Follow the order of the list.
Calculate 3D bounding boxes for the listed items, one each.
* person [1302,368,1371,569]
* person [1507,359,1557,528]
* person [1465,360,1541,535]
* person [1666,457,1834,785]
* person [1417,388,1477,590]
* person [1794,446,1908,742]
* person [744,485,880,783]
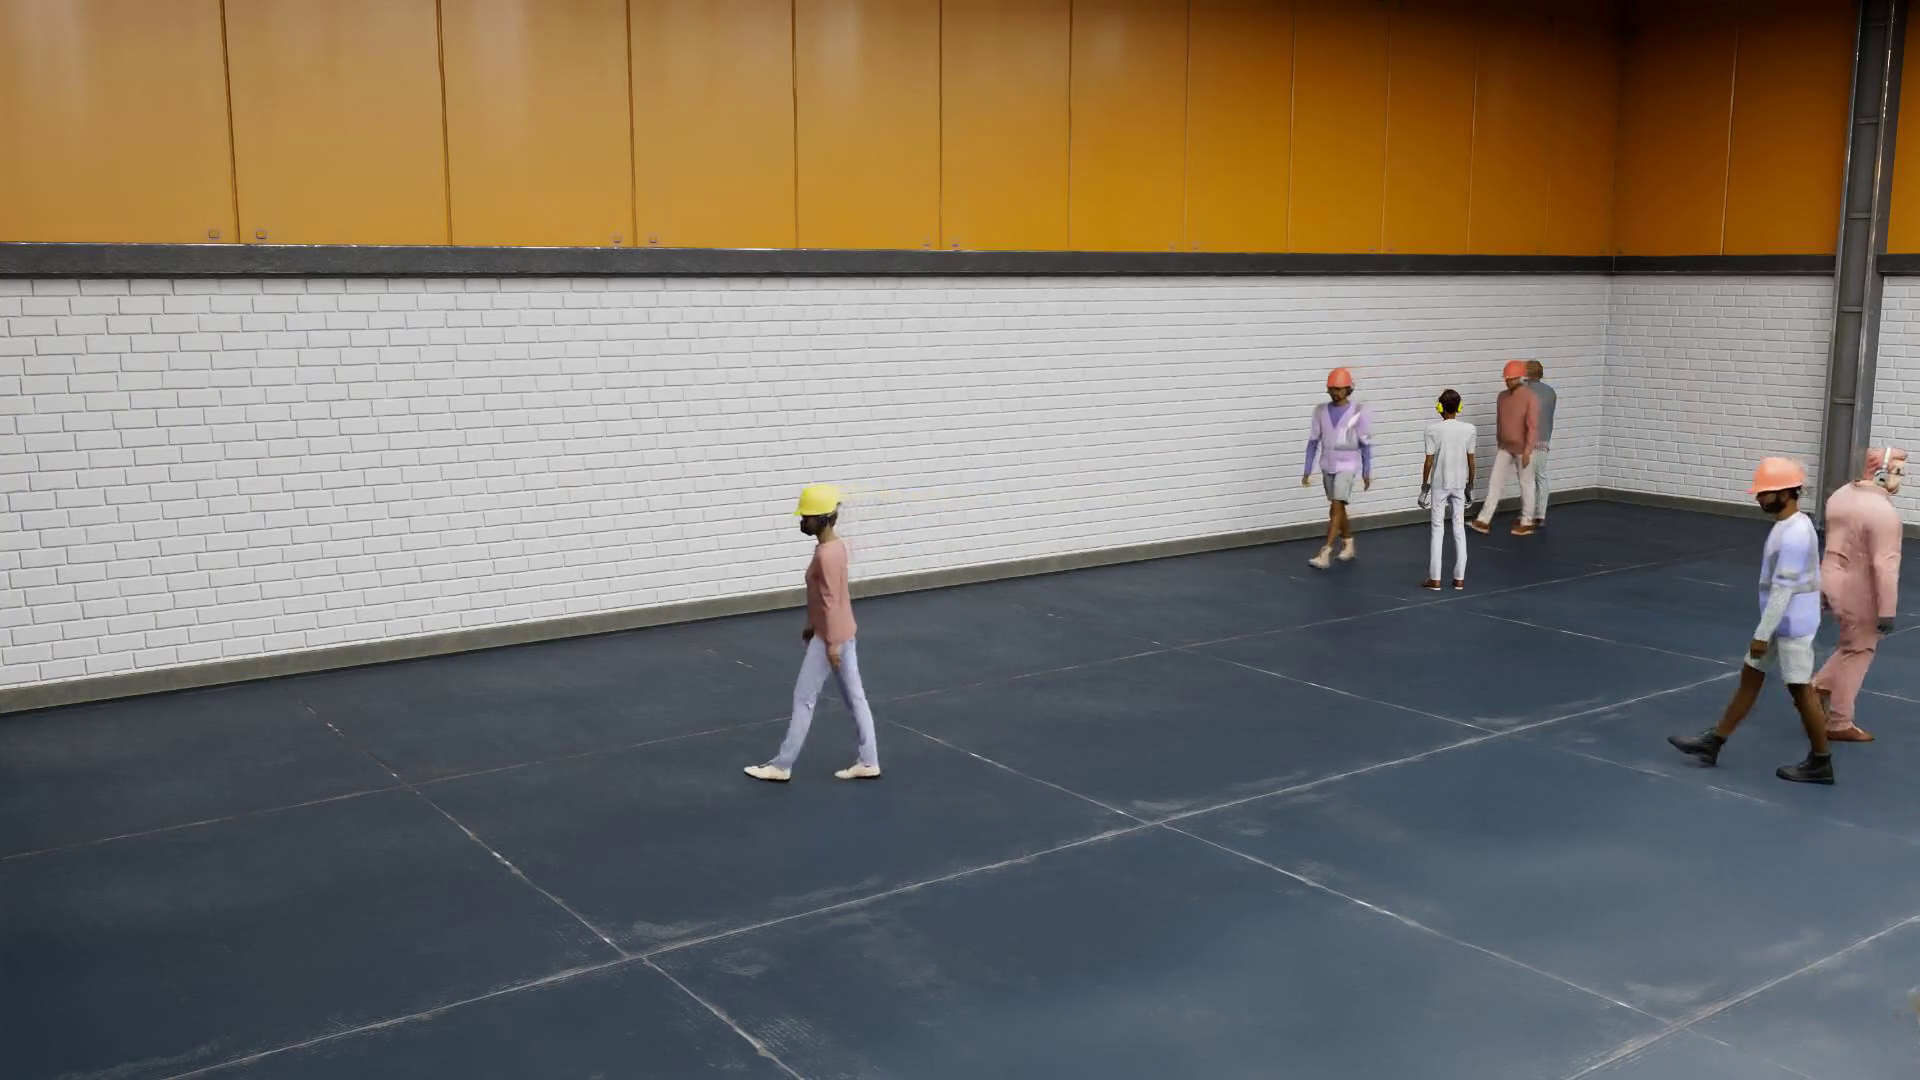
[{"bbox_3d":[3.765,-0.725,16.631,0.631,1.989,1.043,8,12,41],"label":"person"},{"bbox_3d":[6.558,-1.099,19.090,0.628,1.936,0.374,-6,11,-33],"label":"person"},{"bbox_3d":[6.065,-1.004,18.417,0.893,1.952,0.635,-6,11,-31],"label":"person"},{"bbox_3d":[4.615,0.465,9.583,0.968,1.885,0.560,4,10,21],"label":"person"},{"bbox_3d":[4.500,-0.464,15.388,0.521,1.868,0.328,0,9,-2],"label":"person"},{"bbox_3d":[5.596,0.347,10.318,0.419,1.885,0.678,0,9,0],"label":"person"},{"bbox_3d":[-0.850,0.547,9.543,0.841,1.729,0.545,1,9,3],"label":"person"}]
